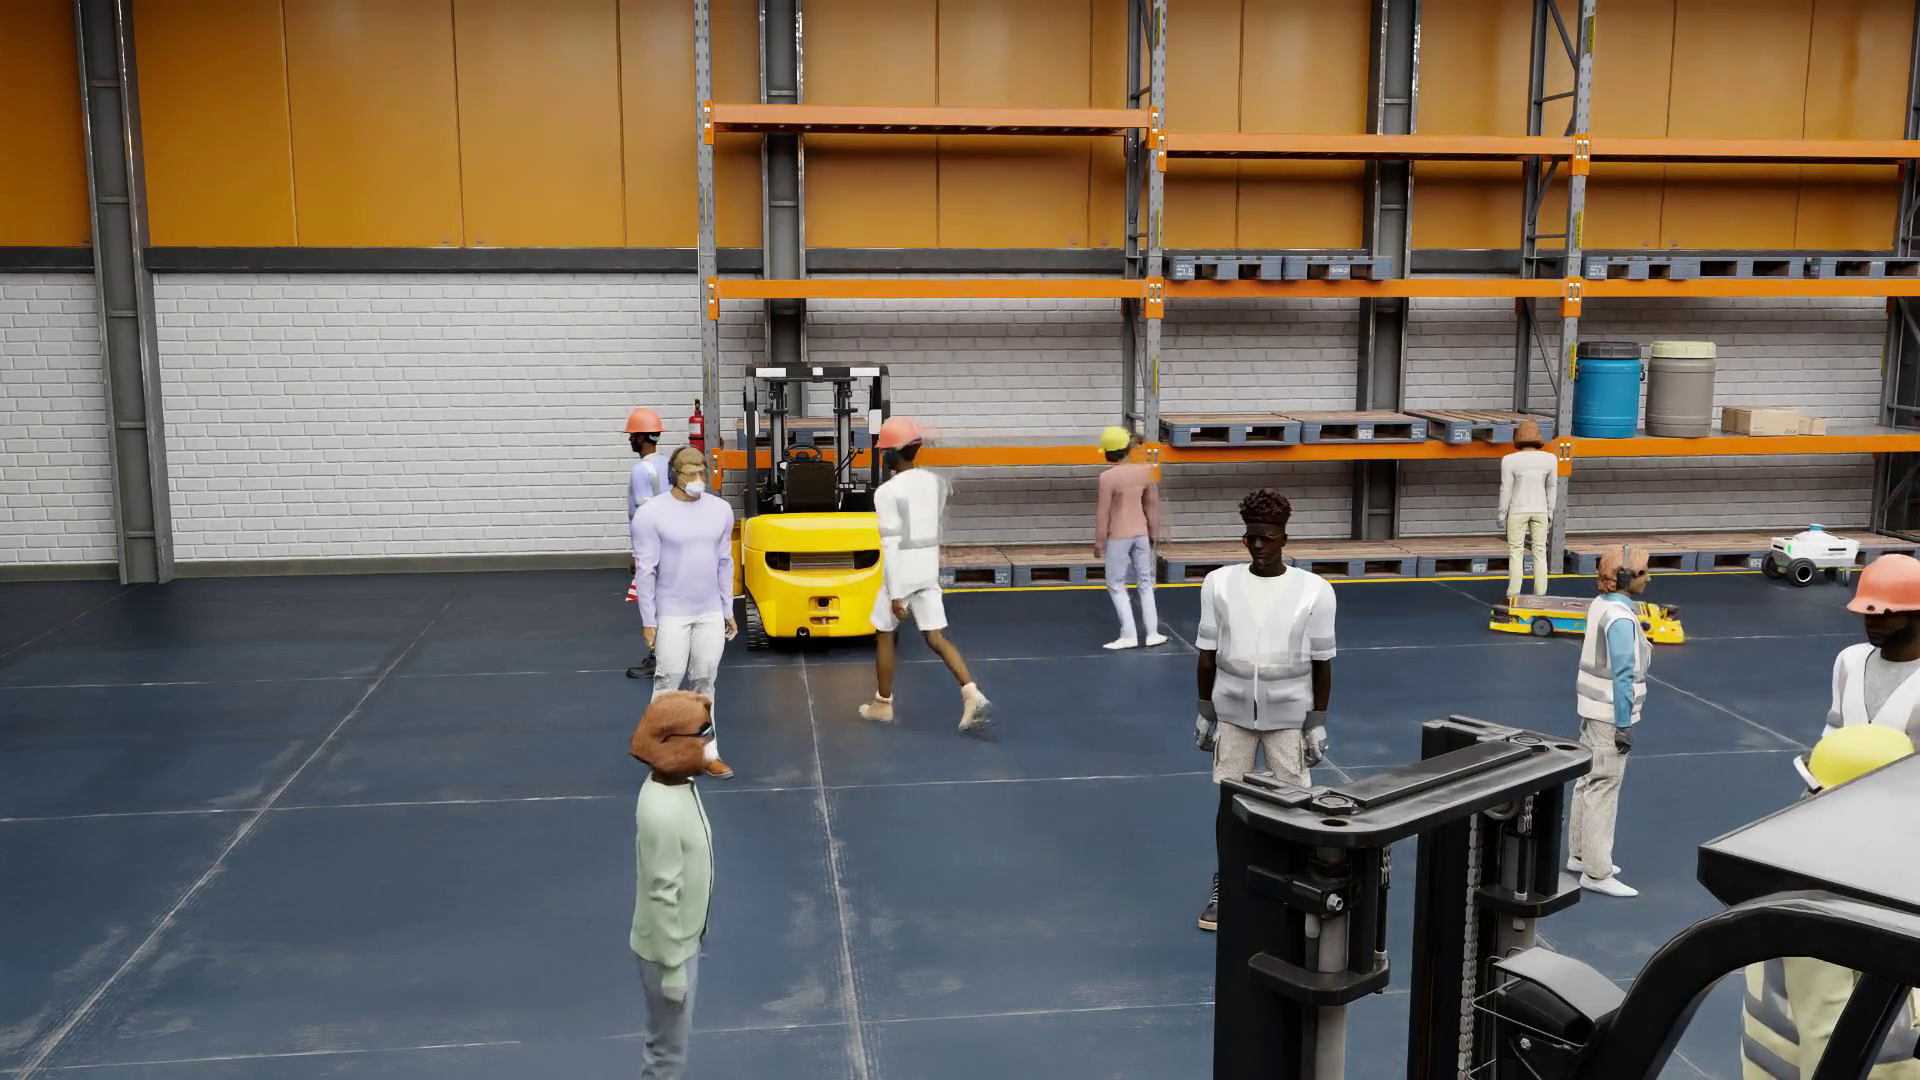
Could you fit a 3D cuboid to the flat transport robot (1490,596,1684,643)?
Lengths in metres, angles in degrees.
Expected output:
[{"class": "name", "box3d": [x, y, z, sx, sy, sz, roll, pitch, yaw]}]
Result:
[{"class": "flat transport robot", "box3d": [5.024, 0.617, 13.374, 1.431, 0.197, 0.652, 3, 10, 19]}]

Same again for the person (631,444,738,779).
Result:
[{"class": "person", "box3d": [-1.533, 0.423, 9.405, 0.631, 1.939, 0.372, -8, 12, -39]}]

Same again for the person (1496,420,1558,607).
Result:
[{"class": "person", "box3d": [4.878, -0.214, 14.324, 0.498, 1.633, 0.278, 0, 9, -2]}]

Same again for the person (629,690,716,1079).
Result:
[{"class": "person", "box3d": [-0.875, 1.260, 5.126, 0.267, 1.632, 0.507, -1, 9, -4]}]

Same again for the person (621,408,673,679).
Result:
[{"class": "person", "box3d": [-2.229, 0.025, 11.888, 0.363, 1.935, 0.553, 2, 9, 13]}]

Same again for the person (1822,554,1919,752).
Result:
[{"class": "person", "box3d": [3.201, 1.003, 5.788, 0.378, 1.933, 0.551, -4, 10, -22]}]

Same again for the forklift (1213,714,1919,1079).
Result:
[{"class": "forklift", "box3d": [1.441, 1.425, 2.350, 1.214, 2.155, 2.313, -7, 12, -39]}]

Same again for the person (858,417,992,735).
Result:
[{"class": "person", "box3d": [-0.251, 0.230, 10.413, 0.609, 2.007, 0.972, -9, 13, -44]}]

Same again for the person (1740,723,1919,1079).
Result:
[{"class": "person", "box3d": [2.117, 1.336, 4.055, 0.403, 1.825, 0.586, 4, 10, 21]}]

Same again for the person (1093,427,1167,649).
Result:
[{"class": "person", "box3d": [1.320, -0.013, 12.800, 0.680, 1.732, 0.313, -6, 11, -35]}]

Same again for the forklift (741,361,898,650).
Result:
[{"class": "forklift", "box3d": [-1.154, -0.340, 13.365, 1.214, 2.155, 2.313, -1, 9, -7]}]

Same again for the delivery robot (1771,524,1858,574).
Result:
[{"class": "delivery robot", "box3d": [7.950, 0.092, 15.478, 0.707, 0.478, 0.477, -1, 9, -5]}]

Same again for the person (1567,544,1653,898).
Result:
[{"class": "person", "box3d": [3.046, 0.830, 7.792, 0.311, 1.638, 0.523, 1, 9, 9]}]

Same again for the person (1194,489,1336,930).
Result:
[{"class": "person", "box3d": [1.316, 0.752, 7.257, 0.607, 1.966, 0.367, 3, 10, 19]}]
